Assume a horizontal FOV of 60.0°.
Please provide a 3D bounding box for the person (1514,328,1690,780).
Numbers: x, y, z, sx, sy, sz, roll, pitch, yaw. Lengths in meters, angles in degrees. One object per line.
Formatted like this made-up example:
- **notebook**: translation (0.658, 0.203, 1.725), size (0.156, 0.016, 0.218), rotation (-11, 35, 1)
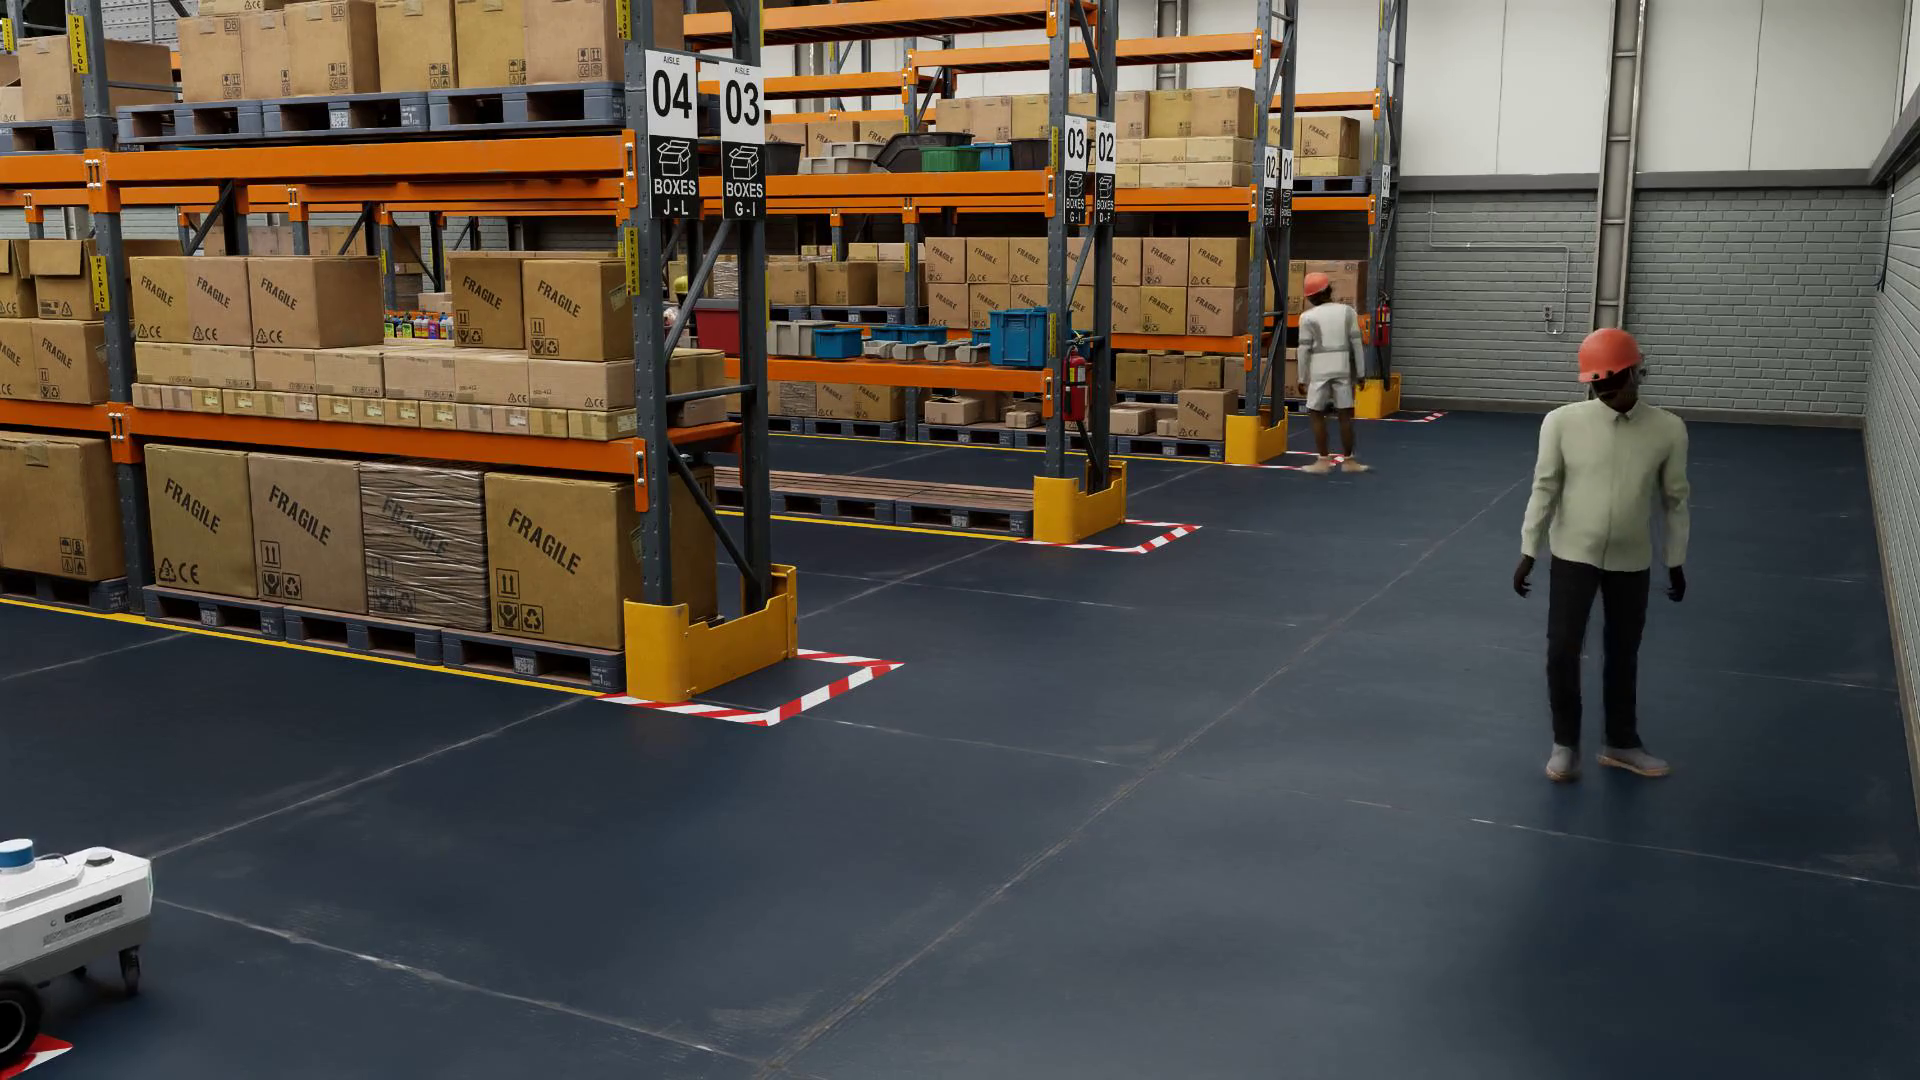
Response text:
- **person**: translation (2.749, 0.077, 7.138), size (0.718, 1.961, 0.465), rotation (1, 10, 7)

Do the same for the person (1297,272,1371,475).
- **person**: translation (3.691, -1.627, 16.373), size (0.798, 2.002, 0.366), rotation (-2, 11, -11)

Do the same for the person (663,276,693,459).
- **person**: translation (-2.895, -1.822, 17.630), size (0.389, 1.918, 0.626), rotation (8, 13, 37)

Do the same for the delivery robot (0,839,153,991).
- **delivery robot**: translation (-2.793, 1.135, 4.954), size (0.477, 0.478, 0.707), rotation (6, 12, 29)
